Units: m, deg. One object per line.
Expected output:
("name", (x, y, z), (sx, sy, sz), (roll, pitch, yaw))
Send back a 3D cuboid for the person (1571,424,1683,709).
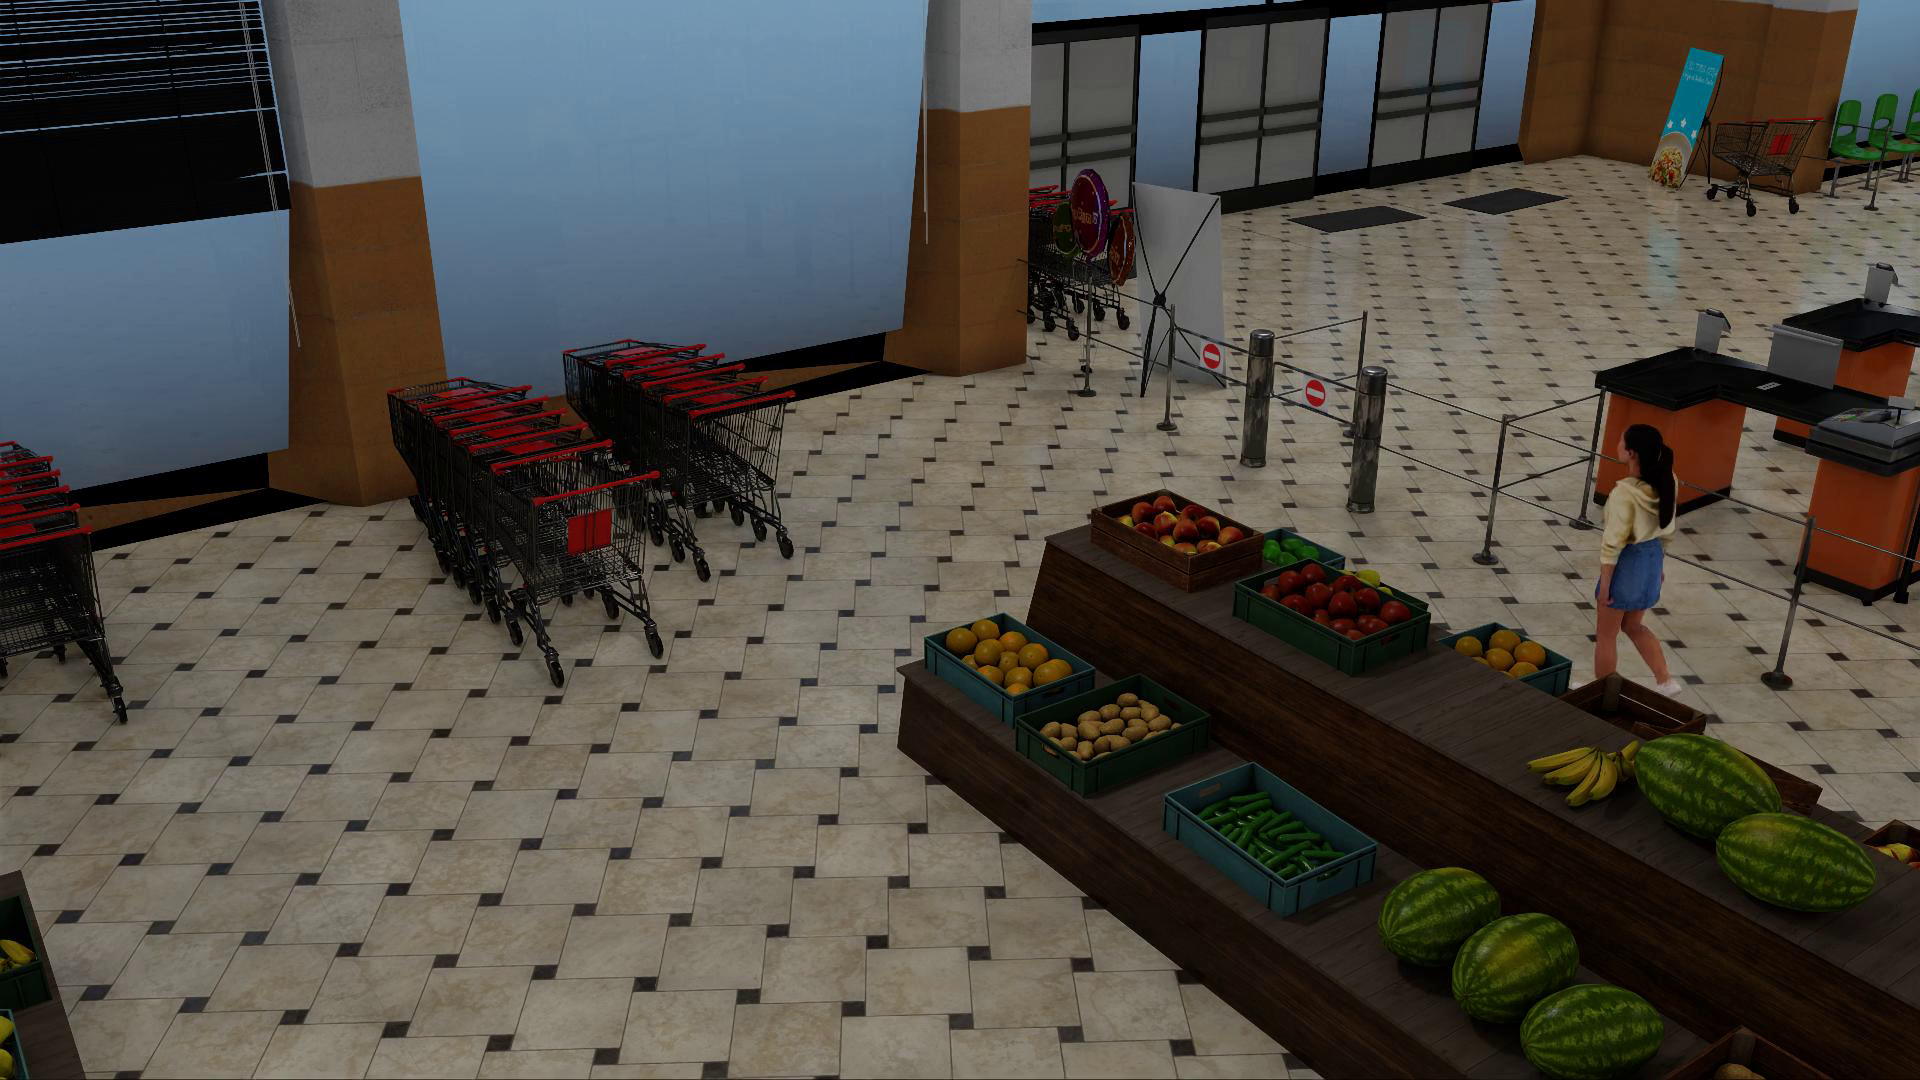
("person", (3.543, 0.200, 8.618), (0.696, 1.617, 0.859), (-13, 27, -26))
